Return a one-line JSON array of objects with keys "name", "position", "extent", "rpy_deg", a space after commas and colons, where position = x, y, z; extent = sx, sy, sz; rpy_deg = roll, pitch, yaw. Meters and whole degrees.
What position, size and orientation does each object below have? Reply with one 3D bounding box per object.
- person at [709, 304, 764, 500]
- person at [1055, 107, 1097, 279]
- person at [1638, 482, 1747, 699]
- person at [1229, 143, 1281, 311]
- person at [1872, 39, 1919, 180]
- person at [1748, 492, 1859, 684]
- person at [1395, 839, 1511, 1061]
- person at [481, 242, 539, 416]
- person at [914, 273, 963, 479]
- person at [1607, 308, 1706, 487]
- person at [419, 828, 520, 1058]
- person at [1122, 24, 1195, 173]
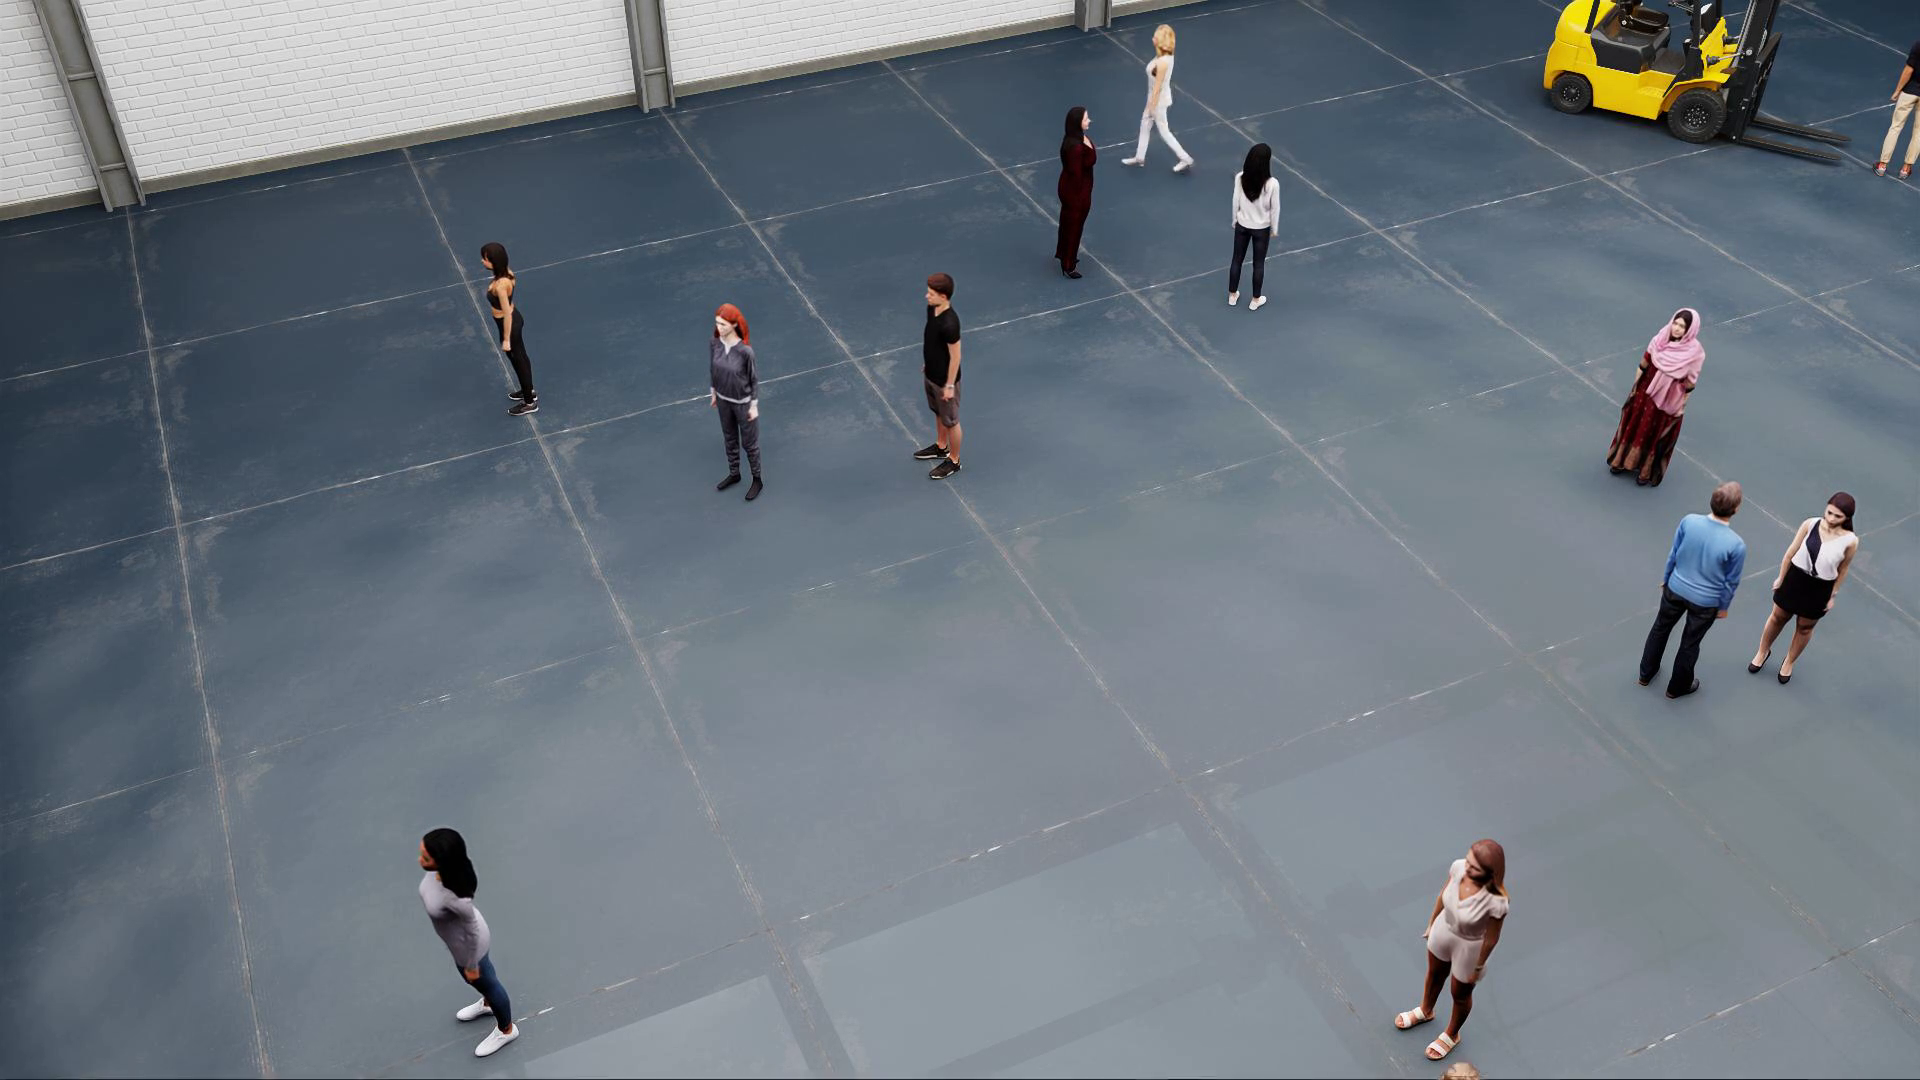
[{"name": "person", "position": [-1.825, -1.135, 13.542], "extent": [0.658, 1.780, 0.683], "rpy_deg": [19, 42, 22]}, {"name": "person", "position": [1.125, -3.457, 16.467], "extent": [0.743, 1.757, 0.750], "rpy_deg": [0, 39, -1]}, {"name": "person", "position": [5.153, 0.345, 11.657], "extent": [0.681, 1.820, 0.717], "rpy_deg": [-30, 47, -32]}, {"name": "person", "position": [2.808, -3.015, 15.960], "extent": [0.711, 1.700, 0.751], "rpy_deg": [17, 42, 20]}, {"name": "person", "position": [10.459, -4.851, 18.131], "extent": [0.708, 1.859, 0.750], "rpy_deg": [16, 41, 19]}, {"name": "person", "position": [6.014, 0.339, 11.802], "extent": [0.641, 1.648, 0.654], "rpy_deg": [24, 44, 27]}, {"name": "person", "position": [2.818, 2.266, 9.349], "extent": [0.576, 1.697, 0.581], "rpy_deg": [-20, 43, -24]}, {"name": "person", "position": [-3.933, -1.864, 14.563], "extent": [0.578, 1.643, 0.617], "rpy_deg": [-5, 39, -7]}, {"name": "person", "position": [-0.138, -1.383, 13.787], "extent": [0.557, 1.861, 0.687], "rpy_deg": [-15, 41, -18]}, {"name": "person", "position": [5.787, -1.201, 13.738], "extent": [0.746, 1.638, 0.732], "rpy_deg": [30, 48, 32]}, {"name": "person", "position": [-2.765, 2.233, 9.360], "extent": [0.536, 1.735, 0.617], "rpy_deg": [-19, 42, -22]}, {"name": "person", "position": [2.265, -4.806, 18.249], "extent": [1.122, 1.642, 0.993], "rpy_deg": [8, 39, 9]}]
